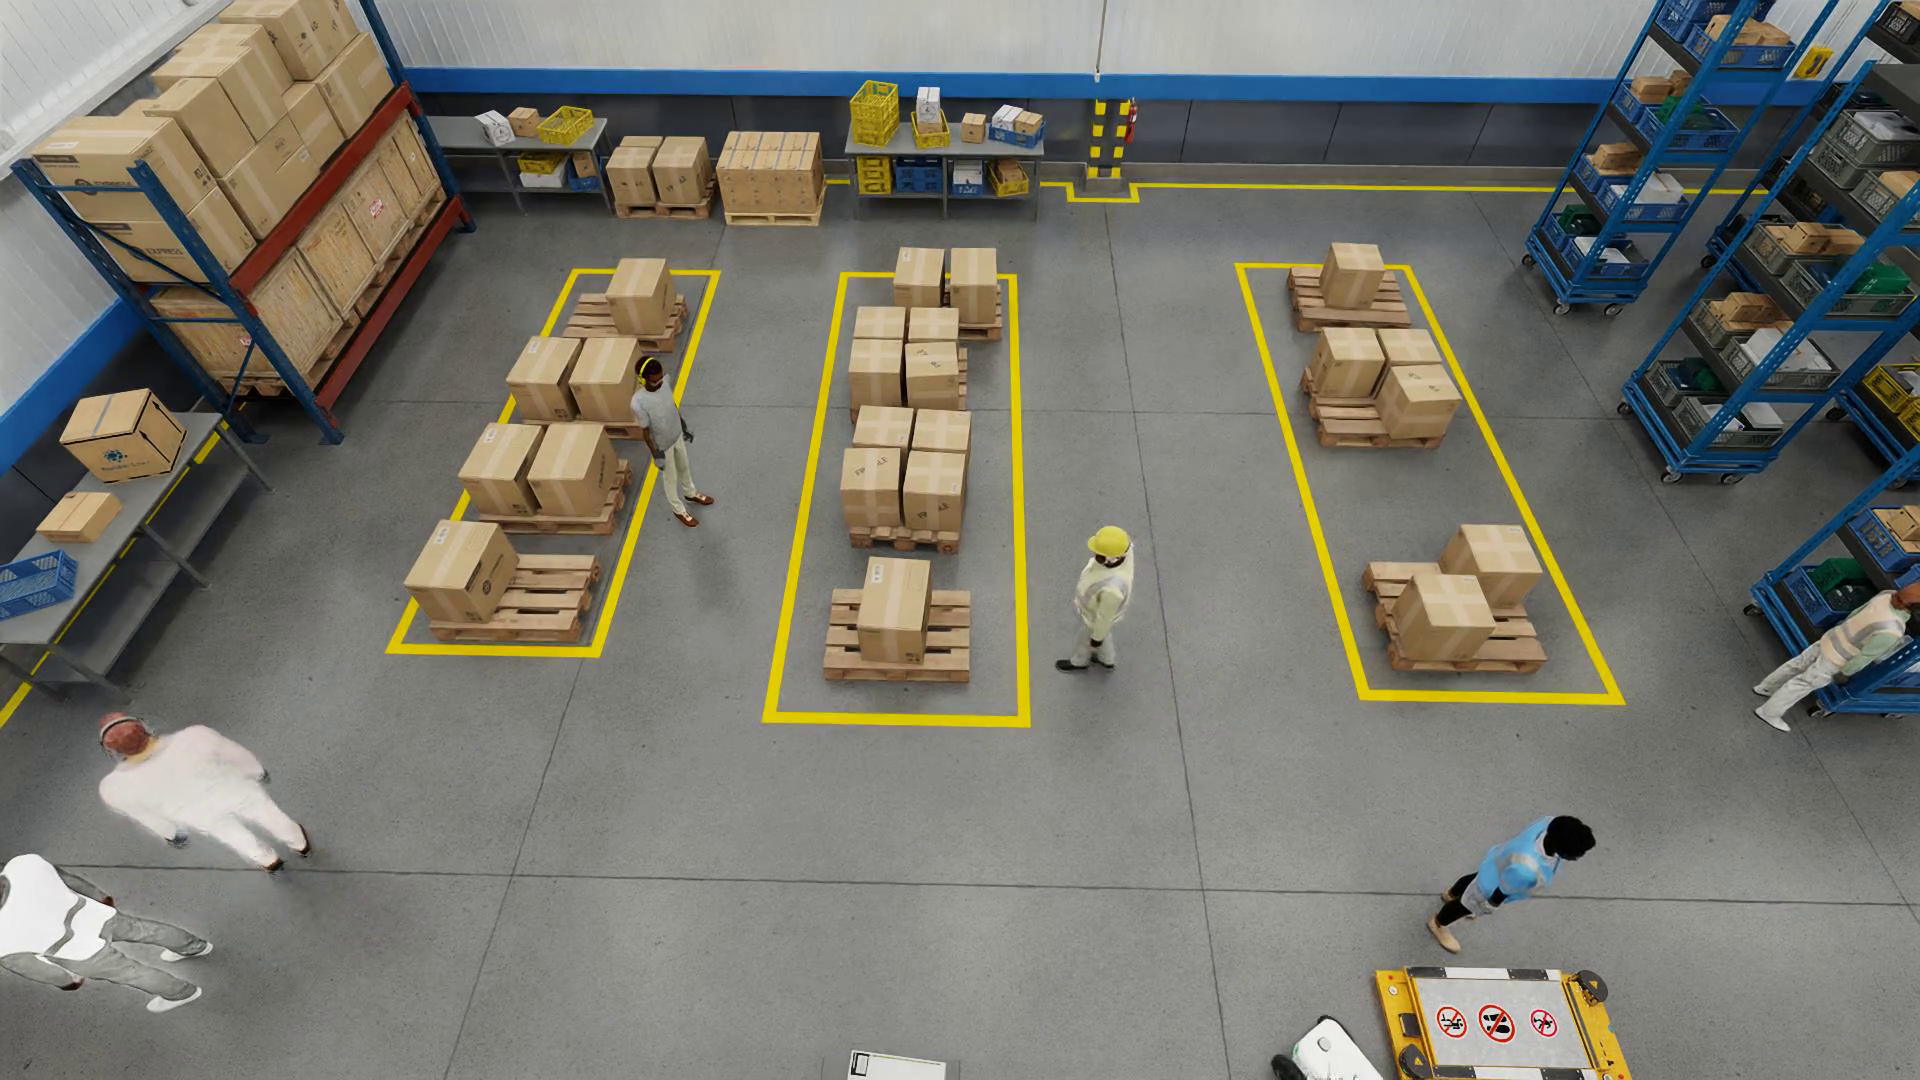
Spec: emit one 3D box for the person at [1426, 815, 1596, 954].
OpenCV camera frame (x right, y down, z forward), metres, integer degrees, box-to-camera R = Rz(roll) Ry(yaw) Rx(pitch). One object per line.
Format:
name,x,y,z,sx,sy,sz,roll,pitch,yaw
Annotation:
person,3.459,2.140,5.810,0.537,1.695,0.321,-38,60,-26

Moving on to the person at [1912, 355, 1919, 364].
person,10.776,-2.507,9.418,0.416,1.985,0.618,6,51,5

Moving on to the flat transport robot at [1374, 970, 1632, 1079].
flat transport robot,3.501,3.133,5.914,1.431,0.197,0.652,1,51,1

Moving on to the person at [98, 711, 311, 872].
person,-4.970,1.672,6.066,0.429,1.891,0.674,36,59,26

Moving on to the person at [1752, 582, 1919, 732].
person,6.638,0.845,6.900,0.314,1.642,0.514,25,55,19

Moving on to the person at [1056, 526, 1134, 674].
person,1.078,0.501,7.067,0.503,1.821,0.609,11,52,9

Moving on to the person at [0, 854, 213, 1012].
person,-5.269,2.366,5.494,0.389,1.910,0.584,-10,51,-8

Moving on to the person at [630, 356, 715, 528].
person,-2.576,-0.885,8.170,0.329,1.865,0.515,16,53,13

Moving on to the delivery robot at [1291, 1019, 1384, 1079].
delivery robot,2.365,3.309,5.530,0.477,0.478,0.707,-27,56,-20
